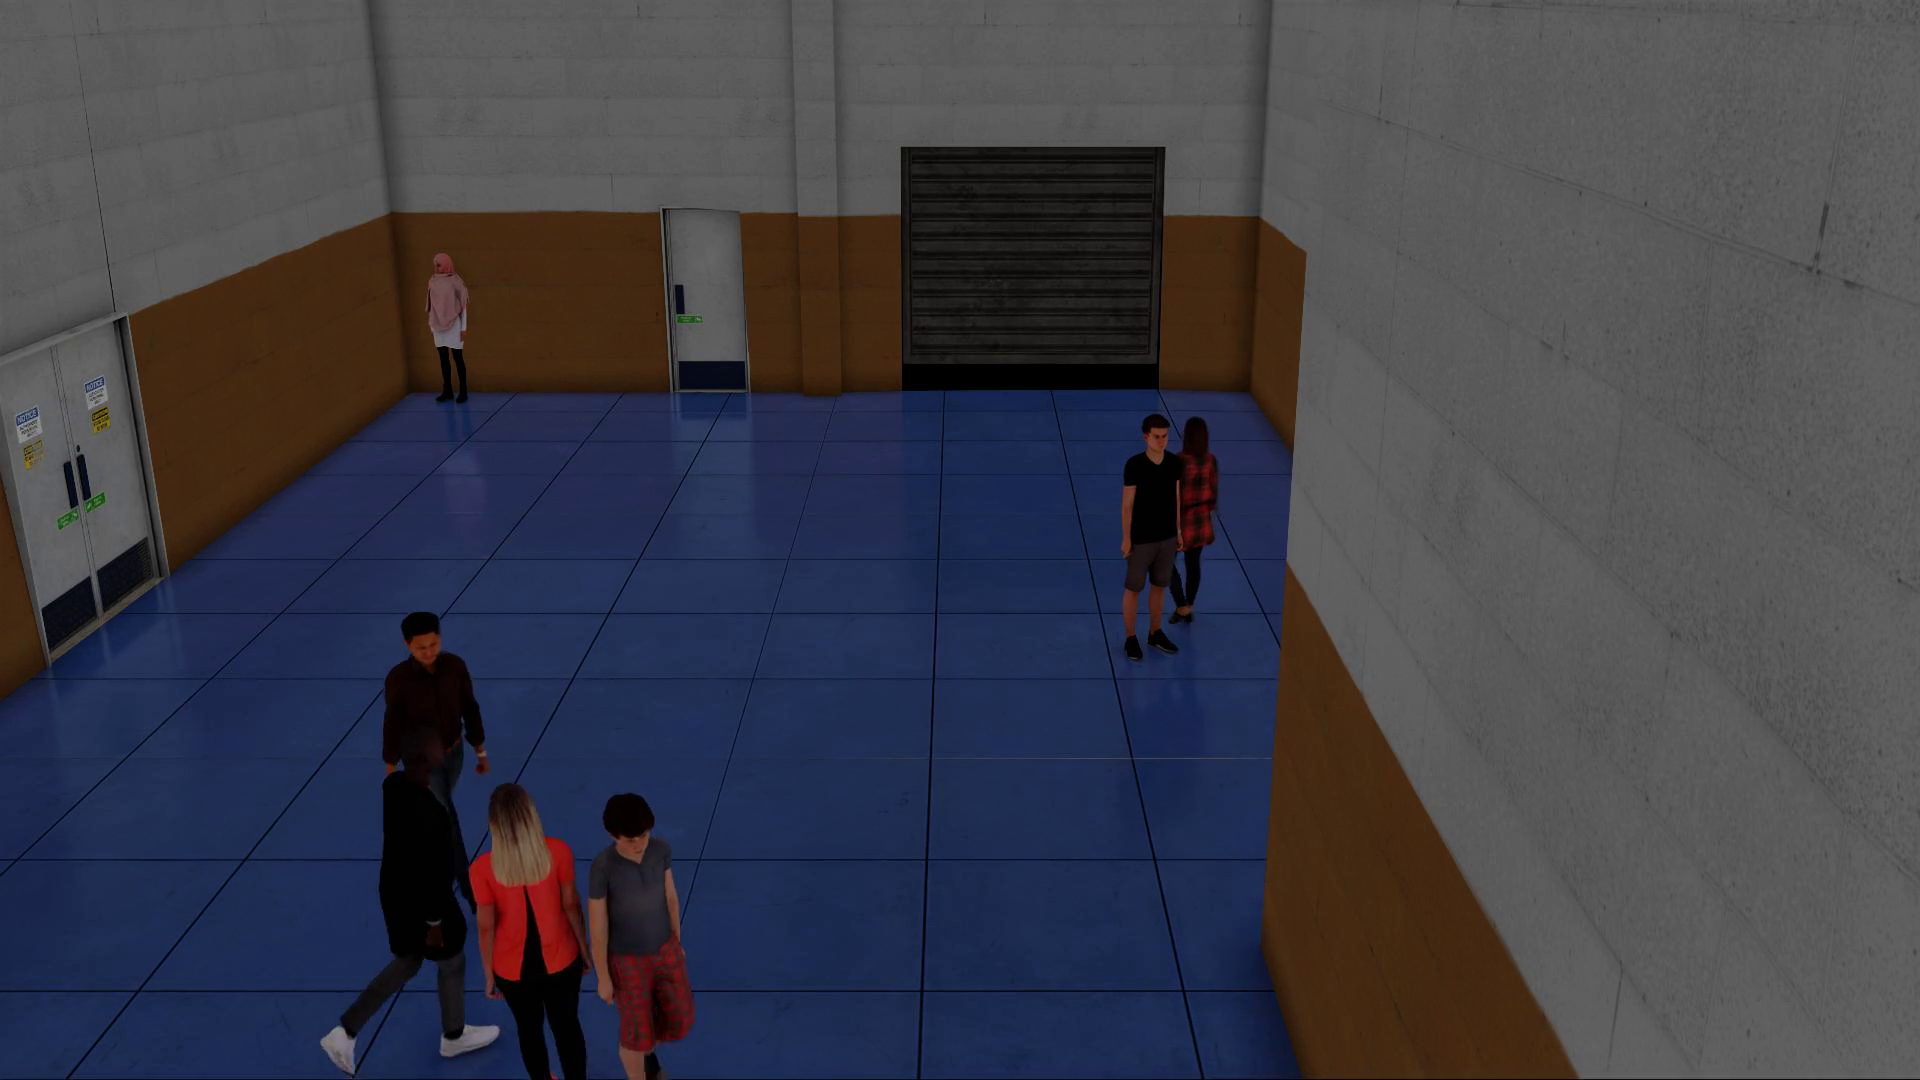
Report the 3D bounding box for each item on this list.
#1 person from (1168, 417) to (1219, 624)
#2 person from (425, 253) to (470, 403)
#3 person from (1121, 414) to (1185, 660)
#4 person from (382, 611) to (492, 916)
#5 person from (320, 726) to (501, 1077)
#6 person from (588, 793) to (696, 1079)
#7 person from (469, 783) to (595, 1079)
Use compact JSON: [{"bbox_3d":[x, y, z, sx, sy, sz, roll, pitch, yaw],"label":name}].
[{"bbox_3d":[1.801,-0.120,12.986,0.718,1.697,0.816,-7,20,-20],"label":"person"},{"bbox_3d":[-6.168,-2.560,20.056,0.599,1.803,0.746,4,19,13],"label":"person"},{"bbox_3d":[1.438,-0.048,12.517,0.681,1.861,0.826,-8,20,-23],"label":"person"},{"bbox_3d":[-2.918,1.183,9.085,1.257,1.720,1.142,15,24,37],"label":"person"},{"bbox_3d":[-2.554,1.680,7.578,1.170,1.741,1.075,-17,25,-41],"label":"person"},{"bbox_3d":[-1.458,1.808,7.346,0.789,1.635,0.847,-15,24,-37],"label":"person"},{"bbox_3d":[-1.812,1.870,7.124,0.959,1.671,0.872,-5,19,-14],"label":"person"}]
